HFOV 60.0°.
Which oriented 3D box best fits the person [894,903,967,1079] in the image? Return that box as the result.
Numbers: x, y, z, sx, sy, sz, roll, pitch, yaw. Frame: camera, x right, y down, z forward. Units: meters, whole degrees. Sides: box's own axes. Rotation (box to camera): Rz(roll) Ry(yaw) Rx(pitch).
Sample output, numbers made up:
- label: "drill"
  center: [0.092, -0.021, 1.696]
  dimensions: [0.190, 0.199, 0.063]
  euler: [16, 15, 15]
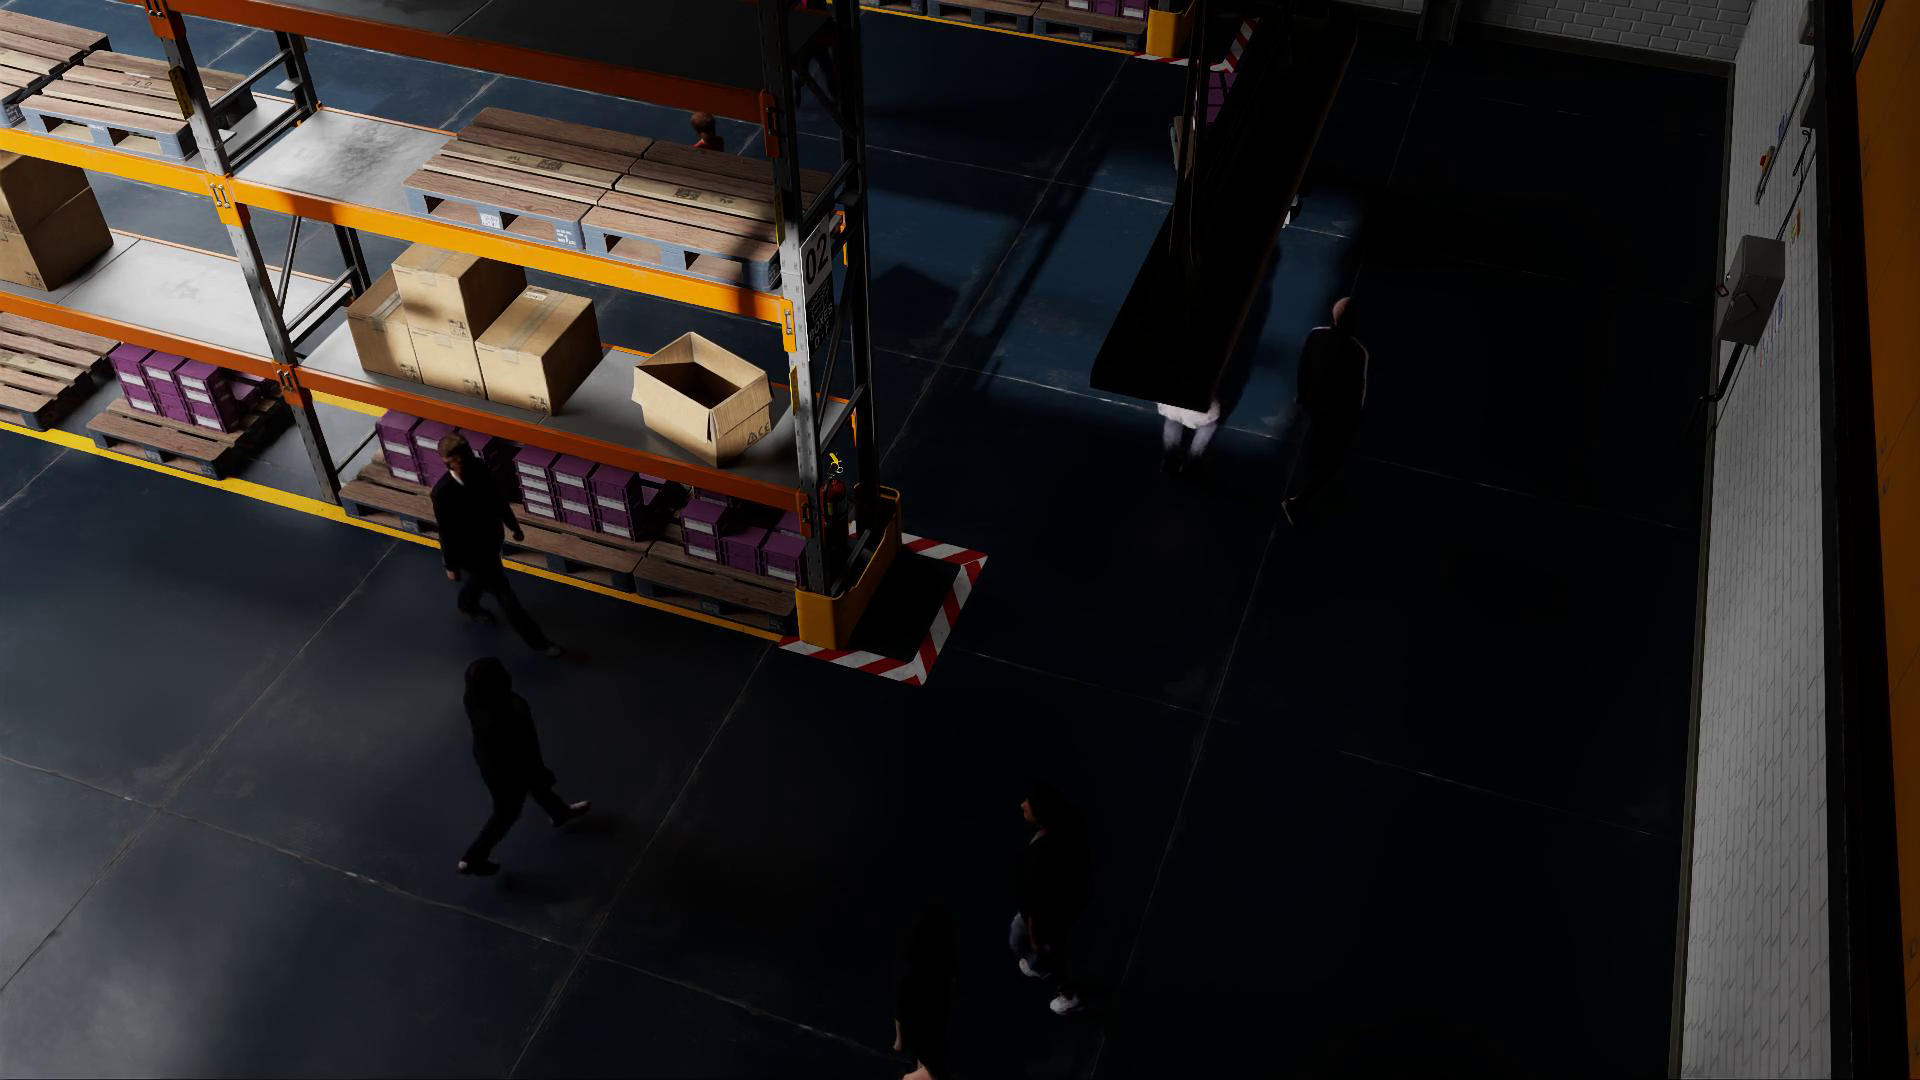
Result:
- label: "person"
  center: [-0.239, 2.356, 8.410]
  dimensions: [0.661, 1.795, 0.668]
  euler: [22, 48, 21]

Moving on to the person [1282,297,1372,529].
- label: "person"
  center: [2.576, -0.882, 11.799]
  dimensions: [1.114, 1.810, 1.032]
  euler: [34, 53, 31]

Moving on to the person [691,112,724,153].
- label: "person"
  center: [-2.140, -3.059, 14.369]
  dimensions: [0.553, 1.416, 0.573]
  euler: [28, 50, 27]

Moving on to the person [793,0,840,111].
- label: "person"
  center: [-1.306, -4.894, 16.139]
  dimensions: [0.984, 1.633, 0.793]
  euler: [0, 44, 0]

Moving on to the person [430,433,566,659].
- label: "person"
  center: [-3.202, -0.010, 10.912]
  dimensions: [1.167, 1.770, 0.761]
  euler: [18, 46, 18]

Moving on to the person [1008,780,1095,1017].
- label: "person"
  center: [0.567, 1.947, 8.844]
  dimensions: [0.831, 1.789, 0.788]
  euler: [25, 49, 24]

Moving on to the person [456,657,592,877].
- label: "person"
  center: [-2.694, 1.344, 9.629]
  dimensions: [1.132, 1.580, 1.142]
  euler: [-23, 48, -22]
